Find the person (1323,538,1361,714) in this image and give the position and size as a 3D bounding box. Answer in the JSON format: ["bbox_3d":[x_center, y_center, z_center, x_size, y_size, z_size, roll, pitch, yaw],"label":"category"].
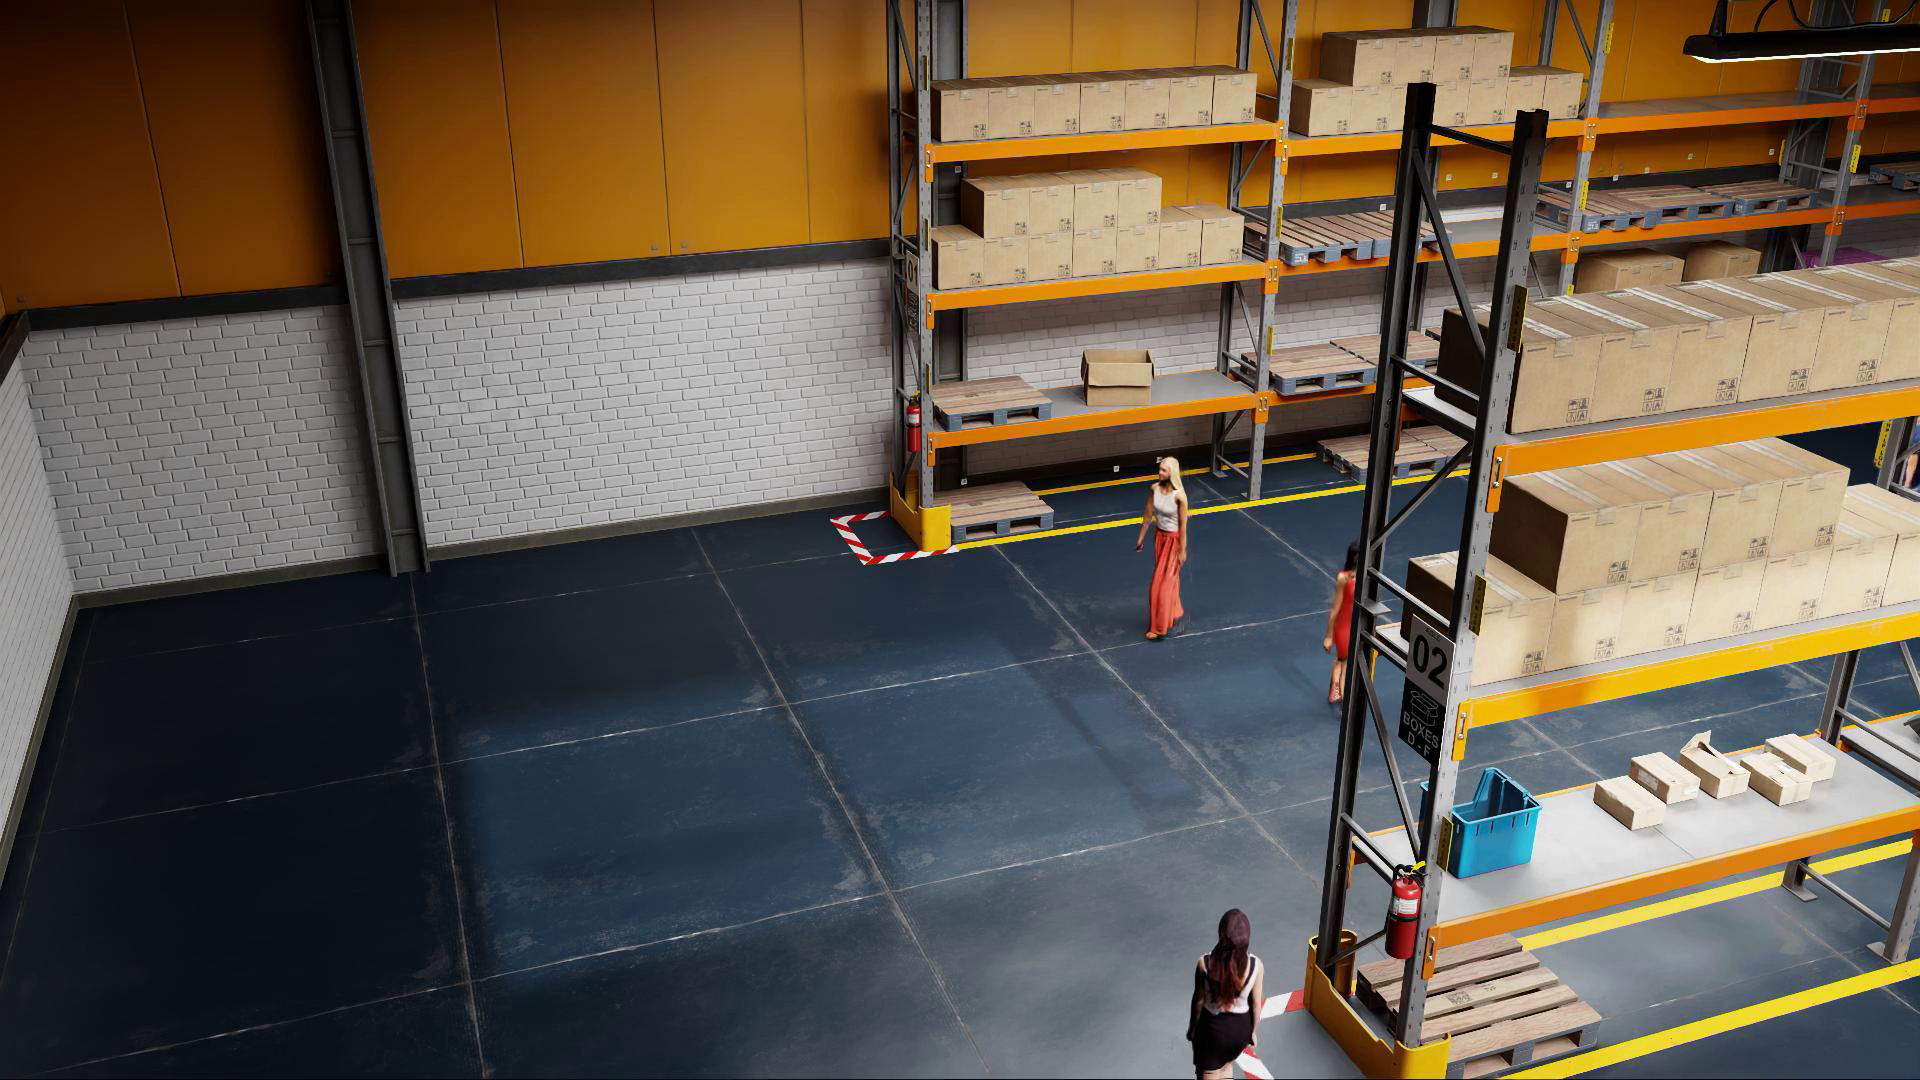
[{"bbox_3d":[3.333,0.742,14.367,0.903,1.703,0.807,20,31,38],"label":"person"}]

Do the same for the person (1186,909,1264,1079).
[{"bbox_3d":[1.521,2.895,9.538,0.947,1.625,0.753,-3,24,-7],"label":"person"}]

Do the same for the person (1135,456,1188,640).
[{"bbox_3d":[2.029,0.039,15.860,0.880,1.794,0.760,-16,28,-32],"label":"person"}]
